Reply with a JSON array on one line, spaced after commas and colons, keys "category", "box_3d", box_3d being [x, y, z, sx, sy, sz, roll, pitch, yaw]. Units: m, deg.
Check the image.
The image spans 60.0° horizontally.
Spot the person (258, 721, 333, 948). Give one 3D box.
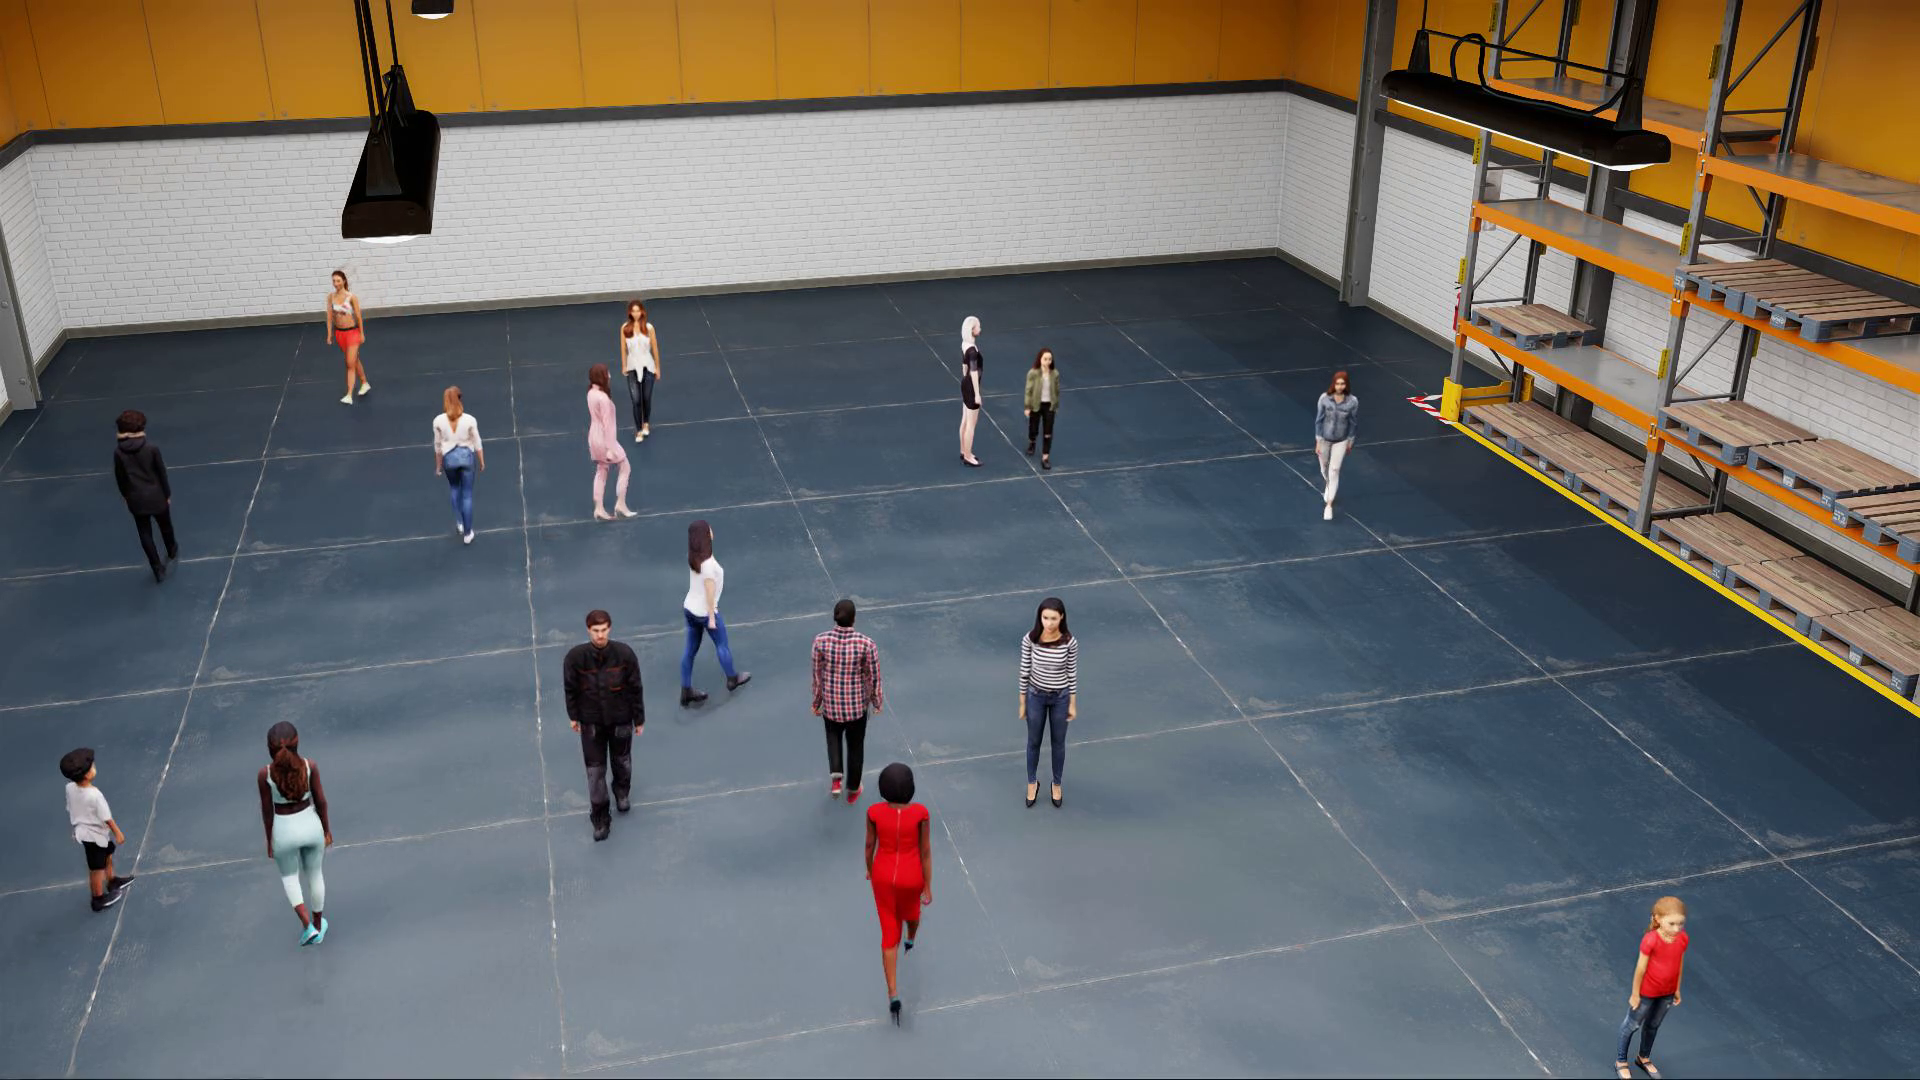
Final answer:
[{"category": "person", "box_3d": [-4.469, 2.042, 11.227, 0.643, 1.711, 0.782, -10, 26, -23]}]

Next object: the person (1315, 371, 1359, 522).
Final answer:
[{"category": "person", "box_3d": [4.157, -1.109, 18.495, 0.988, 1.664, 1.143, 8, 25, 19]}]

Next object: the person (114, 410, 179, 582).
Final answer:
[{"category": "person", "box_3d": [-8.224, -0.414, 16.799, 0.685, 1.749, 0.998, -8, 25, -17]}]

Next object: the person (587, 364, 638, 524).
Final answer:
[{"category": "person", "box_3d": [-3.956, -1.021, 18.145, 0.834, 1.783, 0.762, -17, 29, -34]}]

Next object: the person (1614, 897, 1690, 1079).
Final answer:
[{"category": "person", "box_3d": [4.237, 2.729, 10.156, 0.485, 1.310, 0.490, -5, 24, -10]}]

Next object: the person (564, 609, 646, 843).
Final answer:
[{"category": "person", "box_3d": [-2.712, 1.325, 12.753, 0.745, 1.803, 1.013, -5, 24, -12]}]

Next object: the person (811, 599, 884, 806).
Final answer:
[{"category": "person", "box_3d": [-0.905, 1.291, 12.896, 0.799, 1.750, 0.762, 2, 24, 6]}]

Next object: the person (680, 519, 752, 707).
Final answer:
[{"category": "person", "box_3d": [-2.283, 0.684, 14.421, 0.926, 1.642, 0.987, -13, 27, -28]}]

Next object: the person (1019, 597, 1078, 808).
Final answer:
[{"category": "person", "box_3d": [0.685, 1.261, 12.907, 0.644, 1.796, 0.592, 2, 24, 4]}]

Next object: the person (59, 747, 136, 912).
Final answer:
[{"category": "person", "box_3d": [-6.177, 2.074, 11.736, 0.655, 1.245, 0.716, 13, 27, 27]}]

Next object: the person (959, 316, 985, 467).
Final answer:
[{"category": "person", "box_3d": [0.118, -1.771, 19.801, 0.631, 1.831, 0.410, -6, 24, -14]}]

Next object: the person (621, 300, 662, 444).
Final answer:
[{"category": "person", "box_3d": [-3.979, -2.145, 20.740, 0.670, 1.763, 0.917, -4, 24, -9]}]

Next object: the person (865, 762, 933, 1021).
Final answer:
[{"category": "person", "box_3d": [-0.407, 2.279, 10.710, 0.791, 1.692, 1.185, 0, 24, 0]}]

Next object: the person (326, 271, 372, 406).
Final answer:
[{"category": "person", "box_3d": [-8.082, -2.712, 22.053, 0.875, 1.752, 1.187, 4, 24, 8]}]

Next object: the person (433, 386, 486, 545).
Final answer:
[{"category": "person", "box_3d": [-5.331, -0.770, 17.671, 0.696, 1.702, 0.801, -3, 24, -7]}]

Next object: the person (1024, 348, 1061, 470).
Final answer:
[{"category": "person", "box_3d": [0.967, -1.591, 19.848, 0.649, 1.463, 0.798, -3, 24, -7]}]
